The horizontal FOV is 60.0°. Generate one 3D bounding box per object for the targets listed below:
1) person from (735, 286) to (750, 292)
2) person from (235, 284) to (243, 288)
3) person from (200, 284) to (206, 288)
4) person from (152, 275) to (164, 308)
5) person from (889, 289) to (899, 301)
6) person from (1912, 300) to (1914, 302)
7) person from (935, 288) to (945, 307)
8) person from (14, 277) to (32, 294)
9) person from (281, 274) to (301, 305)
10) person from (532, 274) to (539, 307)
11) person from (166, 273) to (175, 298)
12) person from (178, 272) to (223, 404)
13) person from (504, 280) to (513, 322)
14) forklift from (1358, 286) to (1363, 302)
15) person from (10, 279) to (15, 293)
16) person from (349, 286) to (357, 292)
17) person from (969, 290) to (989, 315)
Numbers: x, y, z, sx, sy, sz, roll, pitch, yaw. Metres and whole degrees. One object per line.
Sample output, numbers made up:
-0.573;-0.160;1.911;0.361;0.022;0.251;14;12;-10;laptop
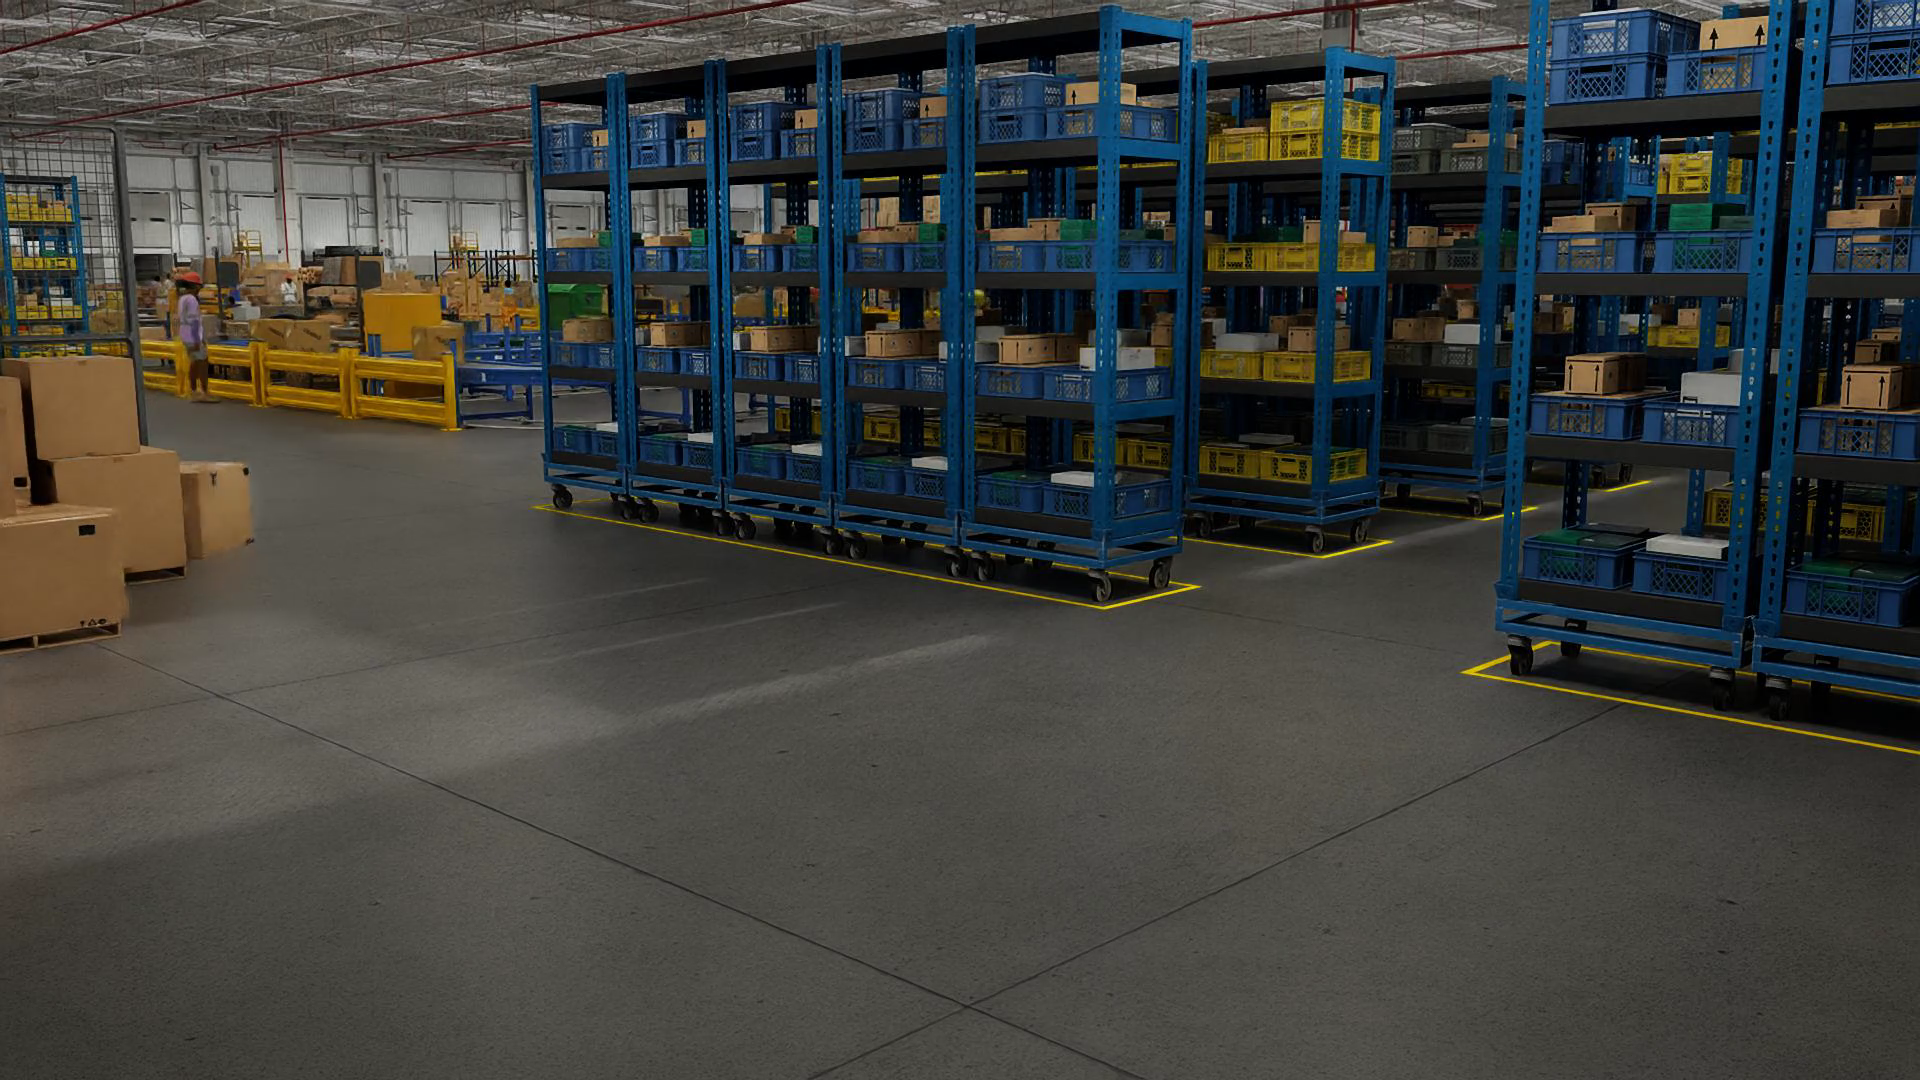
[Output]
-8.613;-9.582;65.262;0.704;2.000;0.632;0;9;-3;person
-25.975;-8.607;59.980;0.538;1.828;0.970;7;12;37;person
-31.579;-10.140;69.317;0.518;1.830;0.669;3;10;19;person
-35.413;-10.812;73.567;0.972;1.786;0.644;0;9;1;person
-2.362;-8.647;59.694;0.391;1.986;0.608;4;10;22;person
17.844;-3.960;31.182;0.938;1.905;0.644;-2;9;-10;person
-0.631;-7.885;56.183;0.524;1.589;0.816;-7;12;-37;person
-29.883;-7.545;53.126;0.388;1.927;0.543;8;12;42;person
-24.604;-8.829;61.135;0.985;1.886;0.552;7;11;35;person
-15.824;-8.982;62.100;0.521;1.873;0.328;8;12;39;person
-32.707;-10.139;69.071;0.447;1.908;0.663;-3;10;-20;person
-11.711;-3.094;25.536;0.486;2.028;0.621;-8;12;-40;person
-15.832;-8.263;58.258;0.537;1.693;0.320;6;11;34;person
11.100;-7.017;46.970;1.873;2.768;1.129;9;13;43;forklift
-41.359;-10.715;72.491;0.391;1.948;0.605;-7;12;-37;person
-24.838;-9.985;68.104;0.593;1.920;0.391;8;12;39;person
0.109;-2.120;20.188;0.659;1.818;0.592;-7;12;-39;person
